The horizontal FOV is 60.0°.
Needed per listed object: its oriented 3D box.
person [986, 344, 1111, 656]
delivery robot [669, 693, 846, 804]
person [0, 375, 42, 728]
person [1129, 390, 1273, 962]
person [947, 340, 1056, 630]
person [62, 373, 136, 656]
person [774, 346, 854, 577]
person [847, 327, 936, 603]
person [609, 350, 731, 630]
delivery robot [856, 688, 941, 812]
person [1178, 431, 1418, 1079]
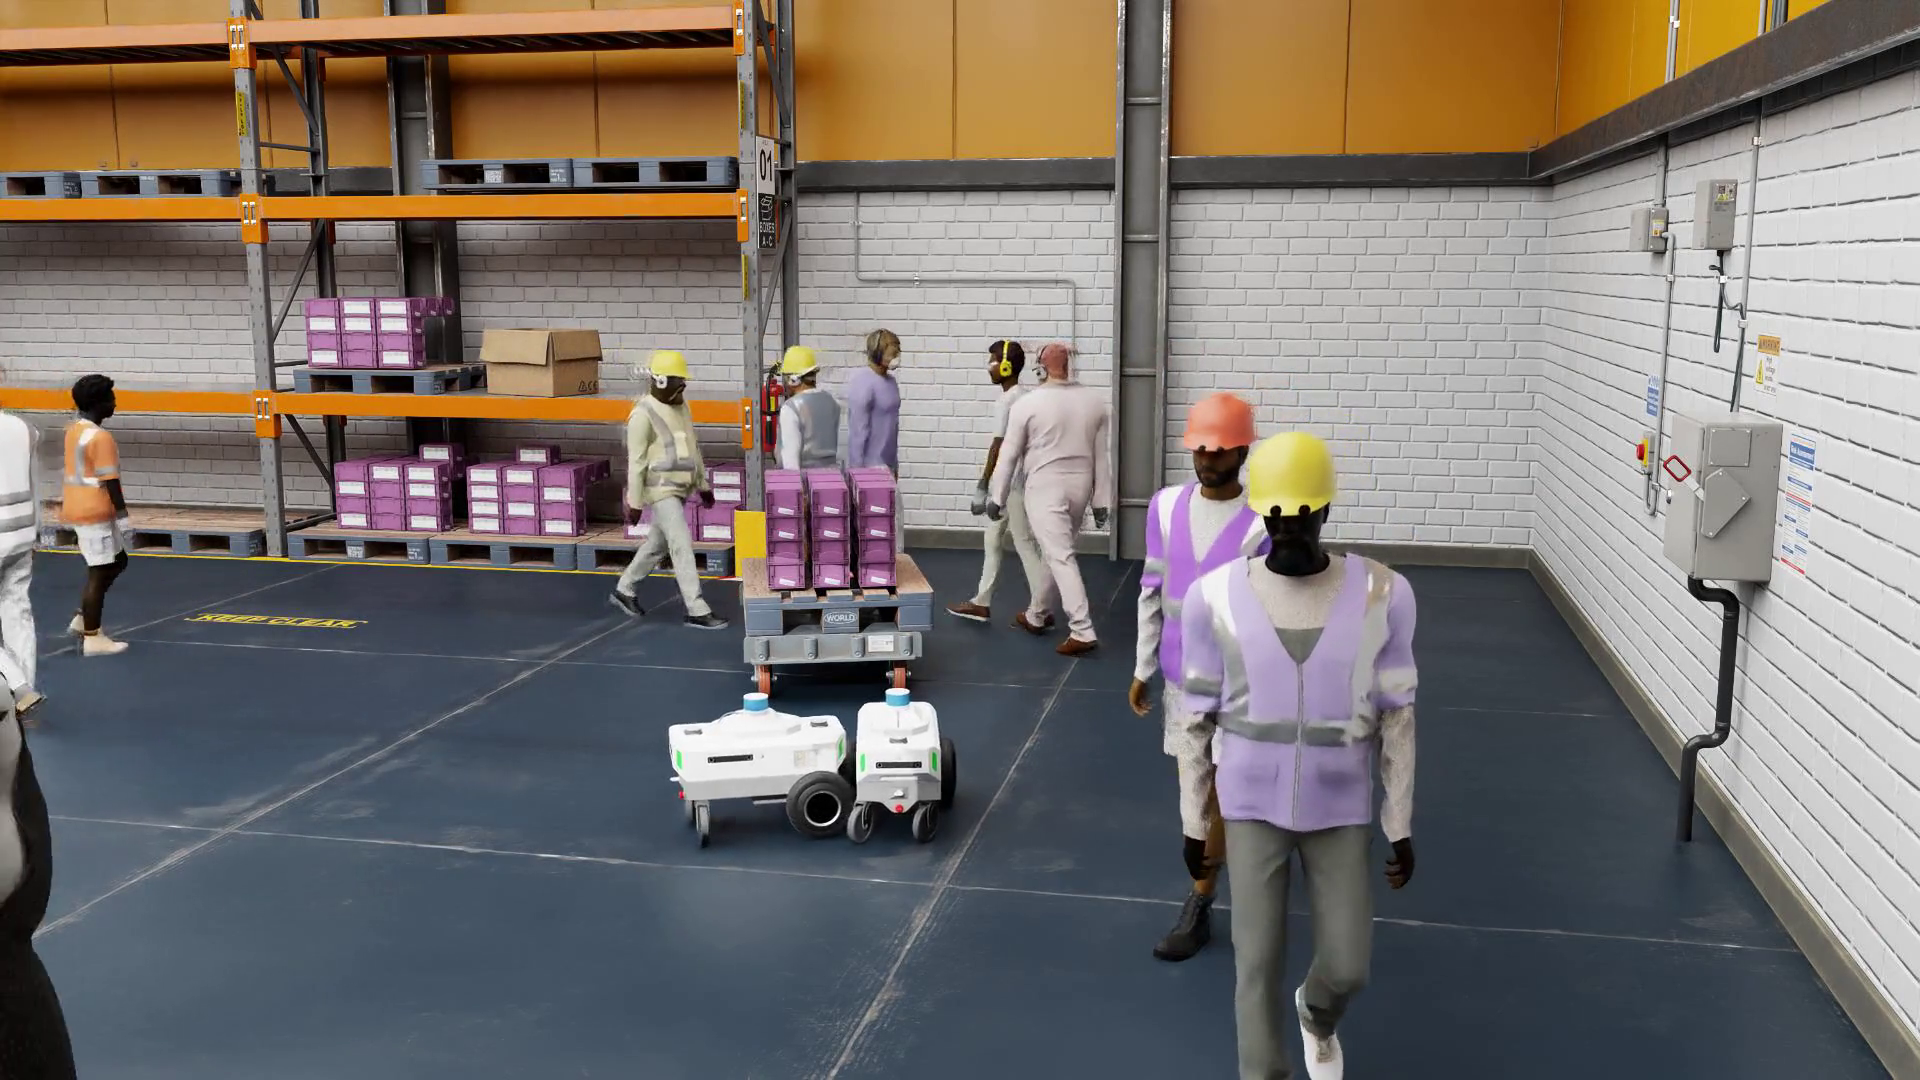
[{"bbox_3d":[0.576,-0.256,10.075,0.653,1.845,1.038,-5,11,-29],"label":"person"},{"bbox_3d":[-0.836,0.872,6.836,0.707,0.478,0.477,-2,10,-12],"label":"delivery robot"},{"bbox_3d":[-4.801,0.029,8.234,0.409,1.871,0.613,2,10,14],"label":"person"},{"bbox_3d":[0.921,0.421,5.785,0.541,1.912,0.883,7,12,37],"label":"person"},{"bbox_3d":[0.233,-0.340,10.587,0.880,1.834,0.541,2,10,15],"label":"person"},{"bbox_3d":[-5.107,-0.142,9.857,0.367,1.683,0.542,-7,12,-37],"label":"person"},{"bbox_3d":[-0.976,-0.392,11.070,0.927,1.786,0.591,7,11,35],"label":"person"},{"bbox_3d":[-0.644,-0.507,11.403,0.925,1.905,0.650,3,10,15],"label":"person"},{"bbox_3d":[-1.918,-0.335,10.731,0.940,1.785,0.587,3,10,17],"label":"person"},{"bbox_3d":[-0.258,0.860,6.909,0.477,0.478,0.707,0,9,-3],"label":"delivery robot"},{"bbox_3d":[0.859,0.663,4.280,0.610,1.912,0.592,2,10,10],"label":"person"}]
